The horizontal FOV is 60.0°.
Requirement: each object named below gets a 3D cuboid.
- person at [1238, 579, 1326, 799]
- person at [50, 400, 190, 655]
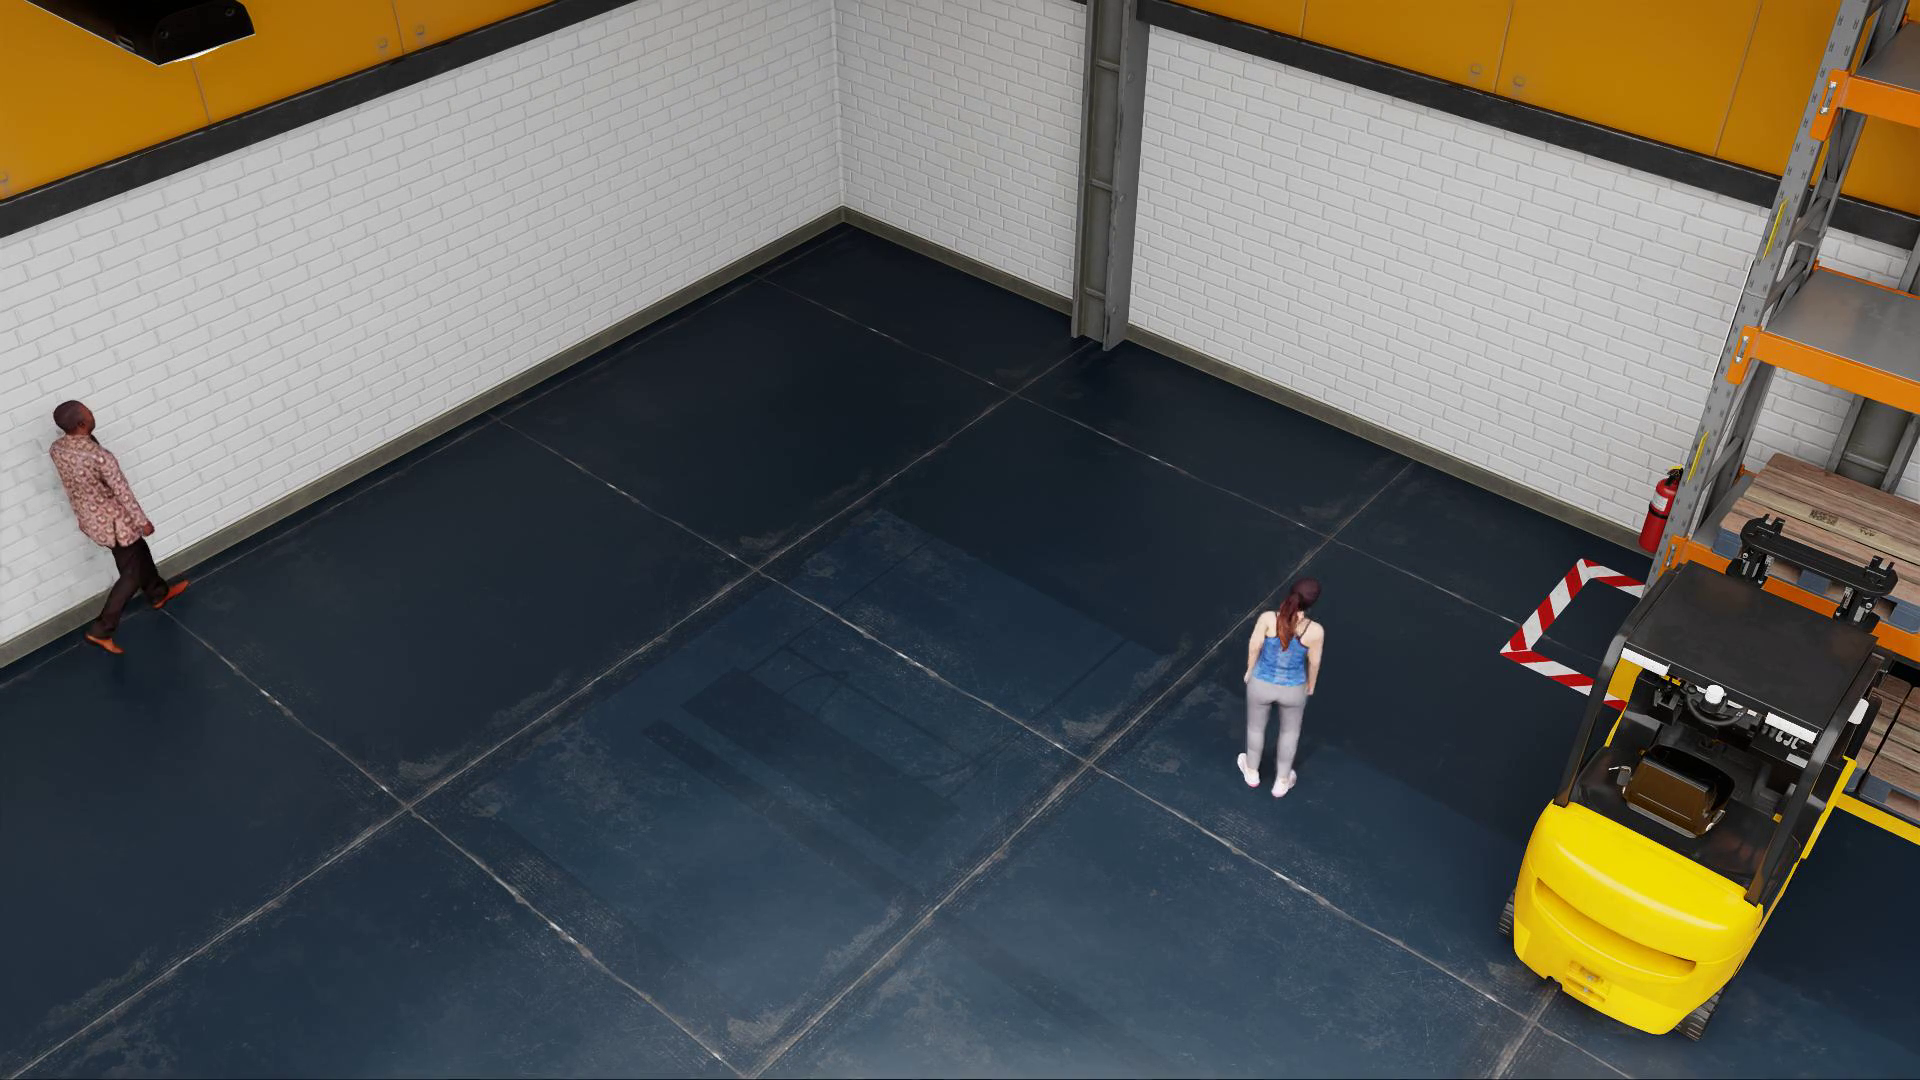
[{"bbox_3d":[1.898,0.858,9.968,0.638,1.598,0.735,-1,39,-1],"label":"person"},{"bbox_3d":[-5.667,-0.069,10.976,1.097,1.788,0.838,21,43,24],"label":"person"}]
